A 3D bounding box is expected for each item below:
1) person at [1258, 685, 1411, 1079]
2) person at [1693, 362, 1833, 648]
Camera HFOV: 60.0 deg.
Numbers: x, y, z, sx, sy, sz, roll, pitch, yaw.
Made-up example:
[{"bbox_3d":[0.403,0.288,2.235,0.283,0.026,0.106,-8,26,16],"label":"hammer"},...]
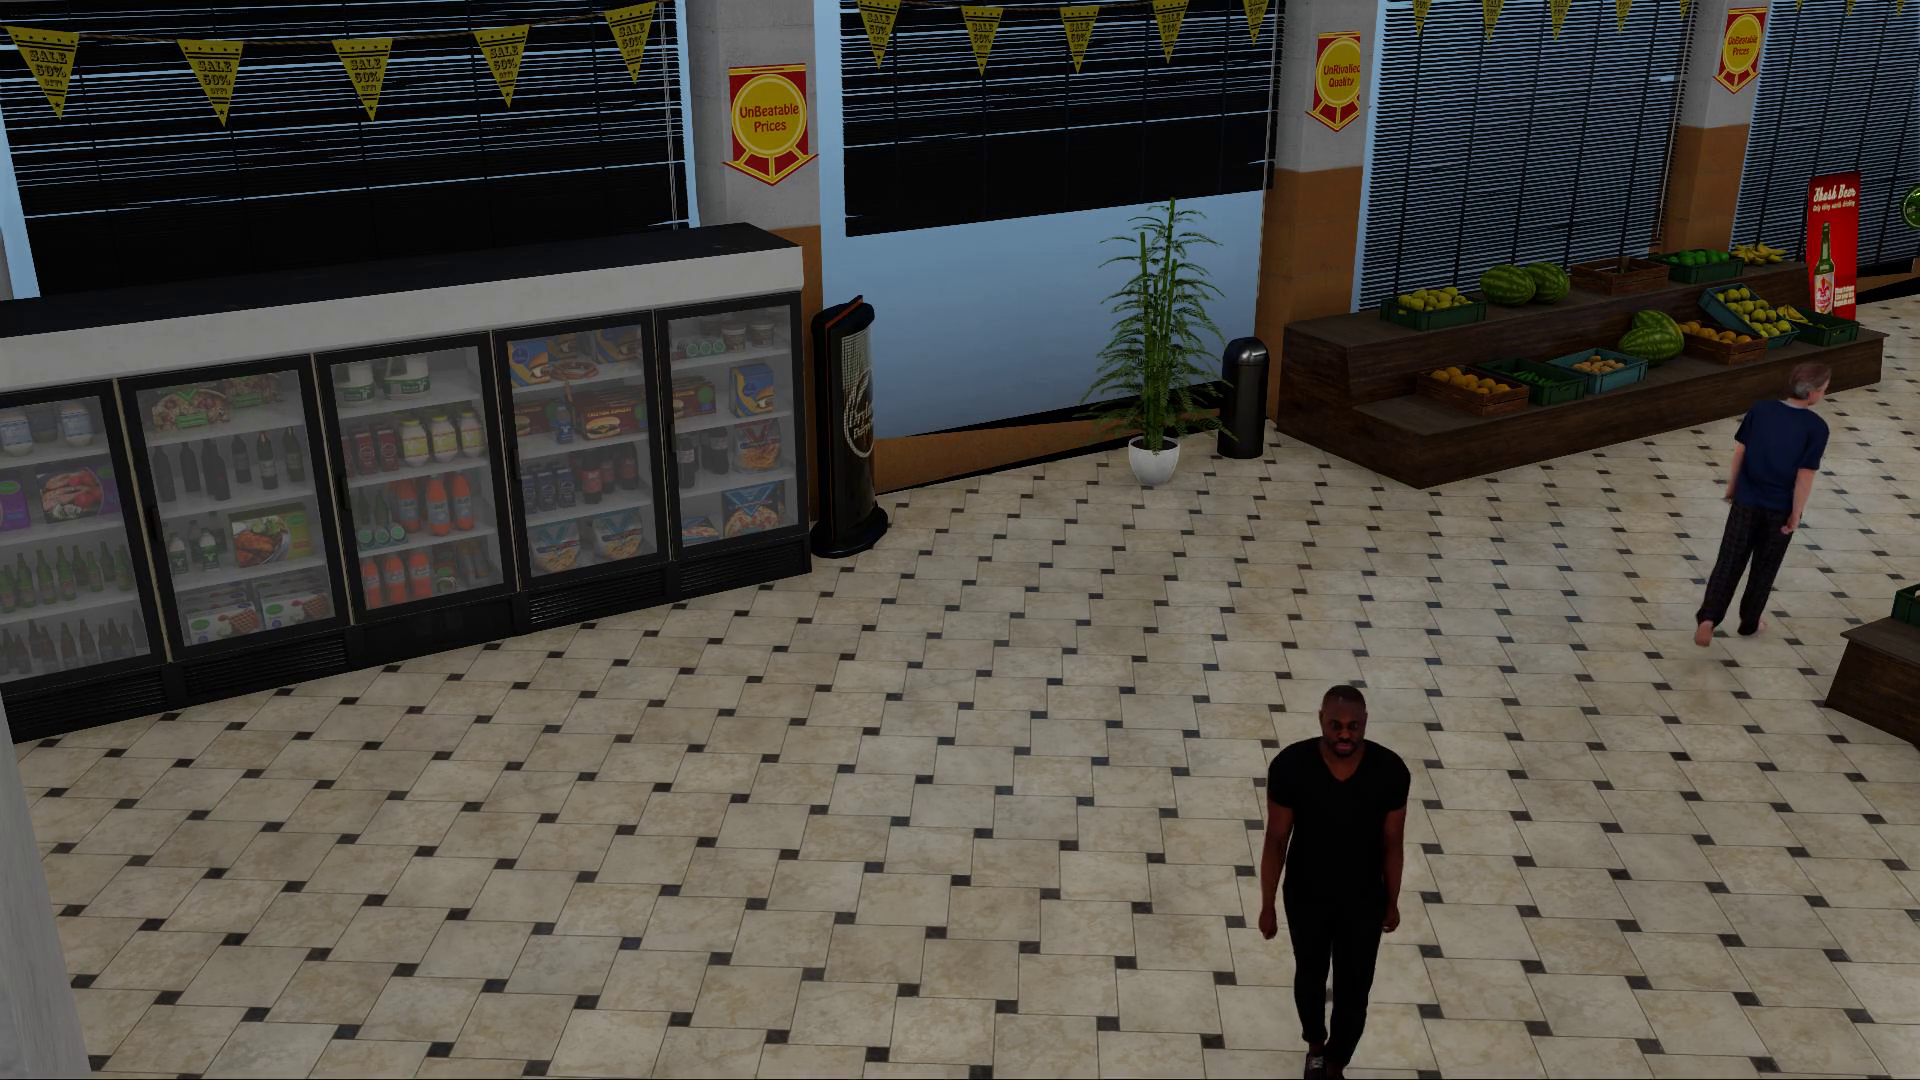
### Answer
[{"bbox_3d":[1.439,1.341,6.427,0.844,1.806,0.907,5,22,13],"label":"person"},{"bbox_3d":[4.883,-0.171,10.154,0.907,1.832,1.162,16,27,35],"label":"person"}]
